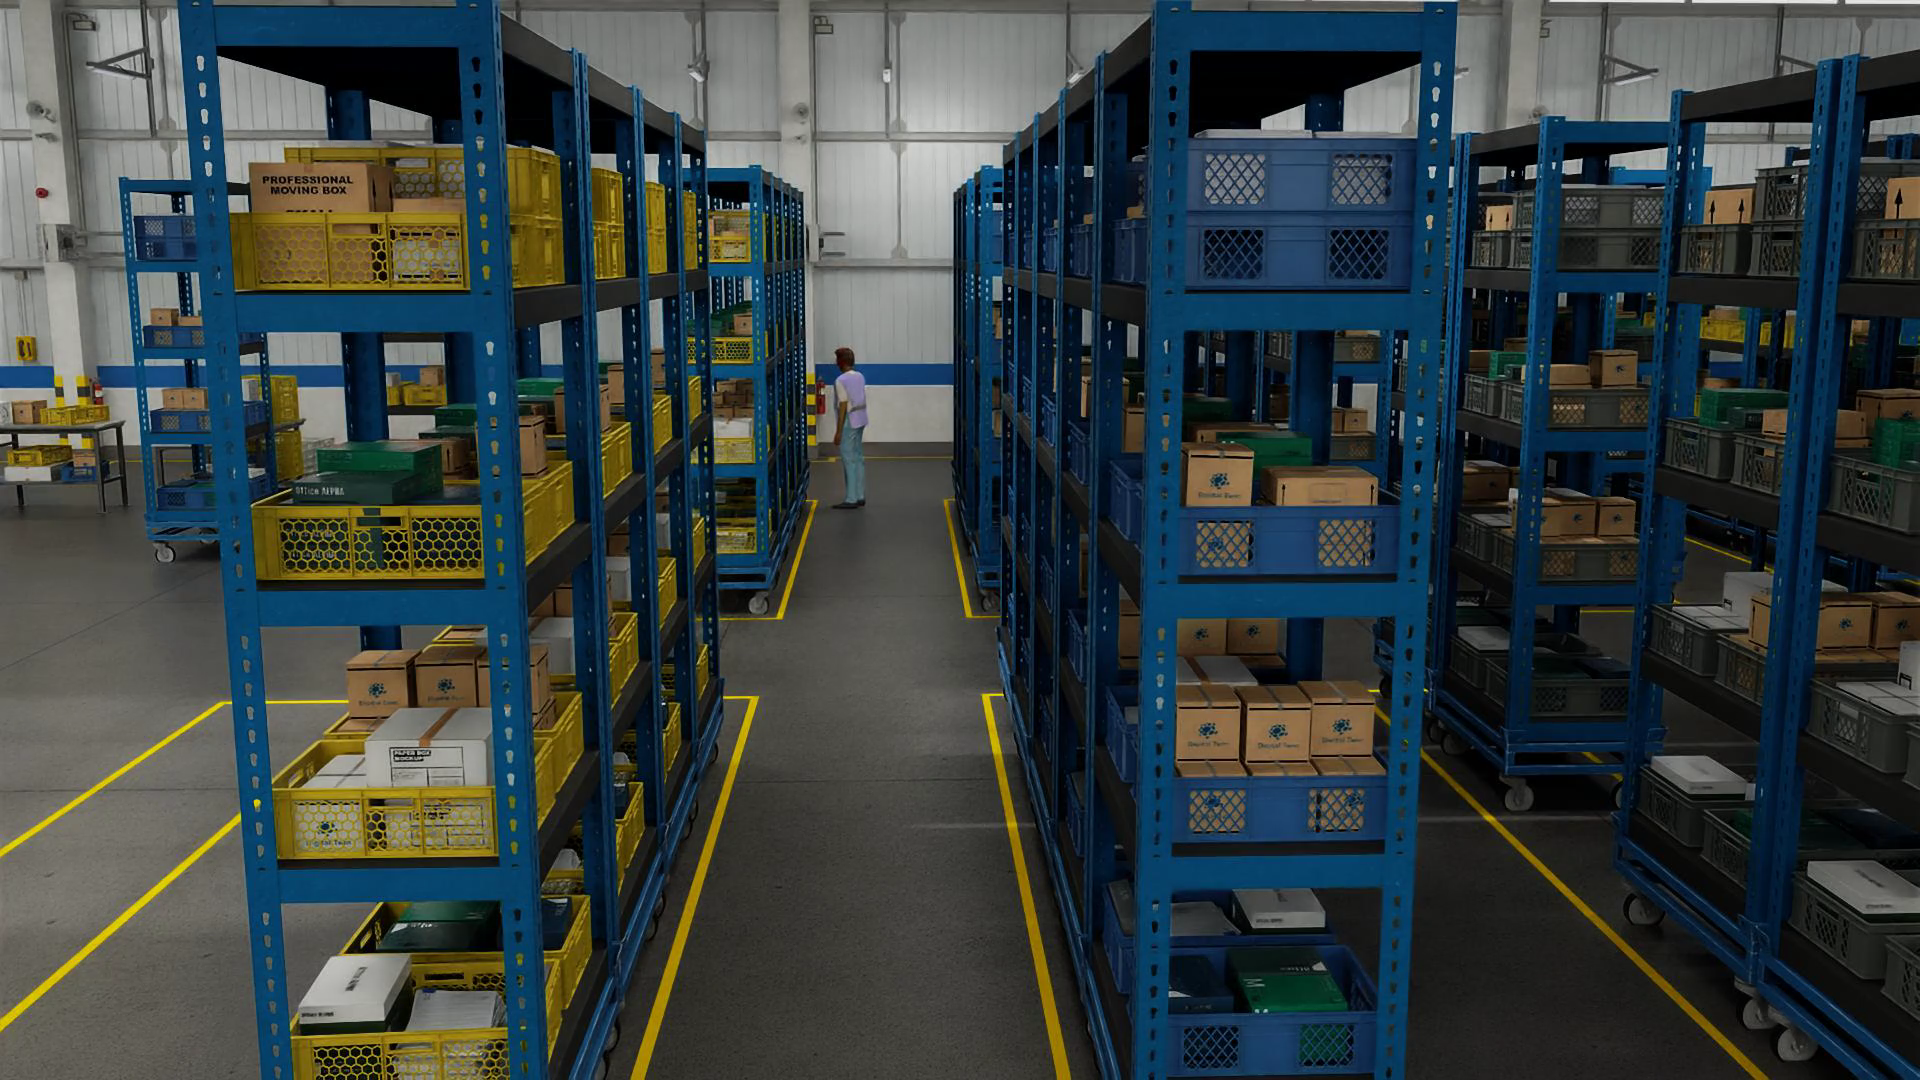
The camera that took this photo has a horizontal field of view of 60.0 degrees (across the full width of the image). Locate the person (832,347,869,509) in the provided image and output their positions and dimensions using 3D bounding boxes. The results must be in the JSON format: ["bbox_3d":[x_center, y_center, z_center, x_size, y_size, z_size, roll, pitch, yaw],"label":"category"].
[{"bbox_3d":[-1.250,-1.271,18.983,0.393,1.842,0.564,4,11,22],"label":"person"}]
